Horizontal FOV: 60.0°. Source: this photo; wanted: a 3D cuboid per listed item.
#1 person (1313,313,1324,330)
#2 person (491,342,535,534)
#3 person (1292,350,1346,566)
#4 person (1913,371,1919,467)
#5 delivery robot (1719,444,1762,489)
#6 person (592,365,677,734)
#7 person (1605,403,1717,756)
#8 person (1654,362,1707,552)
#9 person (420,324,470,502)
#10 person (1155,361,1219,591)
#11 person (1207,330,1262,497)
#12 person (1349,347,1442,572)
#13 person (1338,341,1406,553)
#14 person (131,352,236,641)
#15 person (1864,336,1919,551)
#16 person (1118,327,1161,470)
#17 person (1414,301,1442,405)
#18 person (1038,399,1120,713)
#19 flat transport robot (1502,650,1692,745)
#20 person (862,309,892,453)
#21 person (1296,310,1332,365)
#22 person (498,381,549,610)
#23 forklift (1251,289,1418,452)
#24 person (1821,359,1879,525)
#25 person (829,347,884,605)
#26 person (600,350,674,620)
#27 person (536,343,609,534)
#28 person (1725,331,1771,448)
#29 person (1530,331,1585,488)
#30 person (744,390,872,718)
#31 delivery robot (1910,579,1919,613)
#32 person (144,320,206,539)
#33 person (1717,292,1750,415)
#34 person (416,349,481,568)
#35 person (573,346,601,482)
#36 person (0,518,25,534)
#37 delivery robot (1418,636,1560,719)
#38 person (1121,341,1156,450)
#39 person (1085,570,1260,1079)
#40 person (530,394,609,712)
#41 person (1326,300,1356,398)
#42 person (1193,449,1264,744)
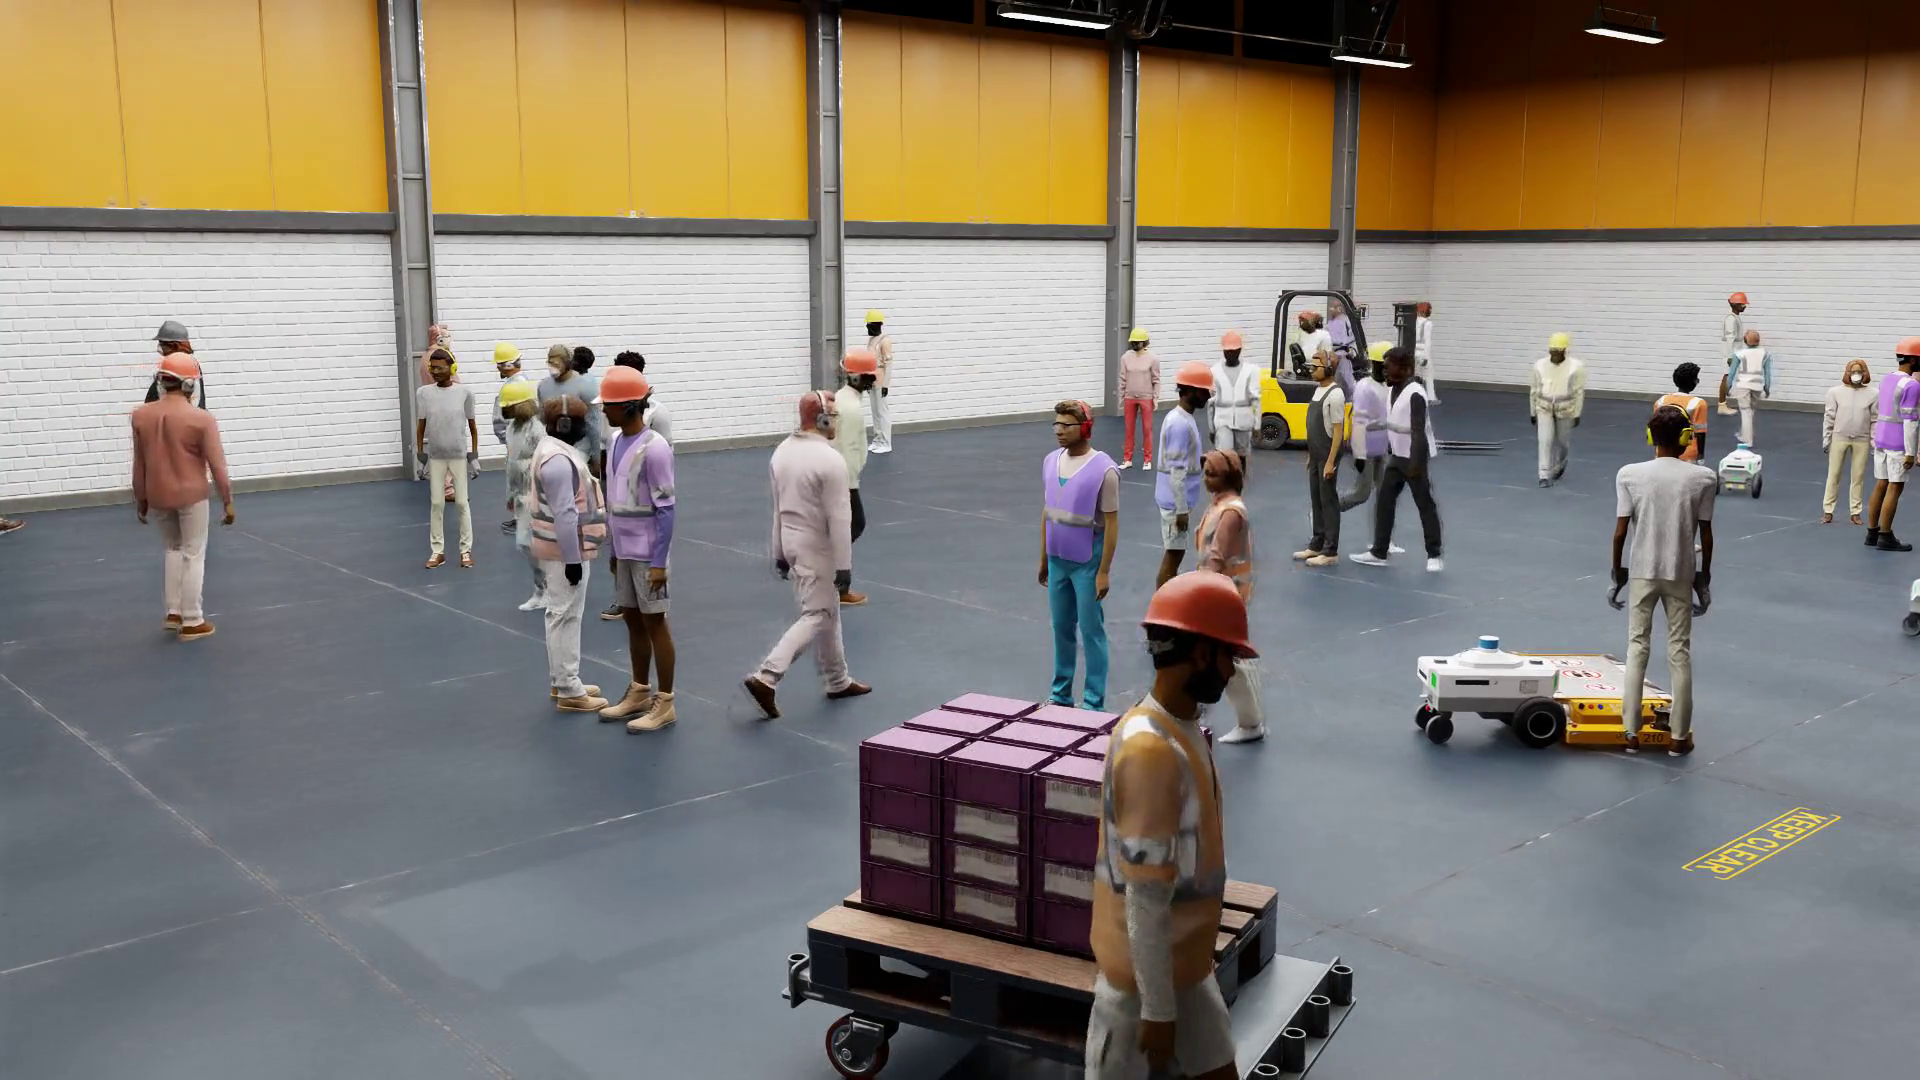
[{"bbox_3d":[5.123,-2.403,24.258,0.739,1.821,0.642,0,10,2],"label":"person"},{"bbox_3d":[-4.251,-0.970,15.858,0.404,1.822,0.586,-3,10,-15],"label":"person"},{"bbox_3d":[3.095,-0.699,14.206,0.344,1.846,0.507,-2,10,-10],"label":"person"},{"bbox_3d":[12.224,-1.842,20.711,0.637,1.911,0.403,7,12,34],"label":"person"},{"bbox_3d":[8.640,-0.819,18.404,0.477,0.478,0.707,6,12,33],"label":"delivery robot"},{"bbox_3d":[-1.801,0.055,9.219,0.395,2.040,0.609,-7,12,-37],"label":"person"},{"bbox_3d":[3.703,0.214,8.809,0.520,1.865,0.335,4,10,22],"label":"person"},{"bbox_3d":[6.426,-0.738,14.865,0.320,1.695,0.537,-5,11,-28],"label":"person"},{"bbox_3d":[-5.557,-1.365,17.911,0.409,1.913,0.642,-6,11,-32],"label":"person"},{"bbox_3d":[1.563,-0.274,11.524,0.419,1.920,0.546,2,10,12],"label":"person"},{"bbox_3d":[2.796,-1.201,17.014,0.562,1.901,0.963,1,10,8],"label":"person"},{"bbox_3d":[3.739,-0.677,14.020,0.708,1.876,0.621,-2,10,-11],"label":"person"},{"bbox_3d":[3.601,-0.835,14.876,0.786,1.899,0.606,8,12,37],"label":"person"},{"bbox_3d":[-5.306,-0.300,11.455,0.659,1.980,0.522,2,10,9],"label":"person"},{"bbox_3d":[8.434,-0.860,14.923,0.390,1.930,0.539,0,10,2],"label":"person"},{"bbox_3d":[2.203,-1.735,20.508,0.528,1.765,0.328,5,11,25],"label":"person"},{"bbox_3d":[8.111,-3.295,29.425,0.957,1.850,0.591,-5,11,-25],"label":"person"},{"bbox_3d":[0.664,0.129,9.354,0.389,1.846,0.564,-8,13,-40],"label":"person"},{"bbox_3d":[3.601,0.882,9.550,0.652,0.197,1.431,0,10,2],"label":"flat transport robot"},{"bbox_3d":[-1.117,-2.126,22.315,0.375,1.925,0.595,-5,11,-25],"label":"person"},{"bbox_3d":[5.110,-2.377,23.988,0.616,1.852,0.569,10,14,44],"label":"person"},{"bbox_3d":[-3.205,-0.318,12.318,0.406,1.714,0.523,-9,13,-43],"label":"person"},{"bbox_3d":[5.034,-2.339,22.783,2.313,2.155,1.214,3,10,16],"label":"forklift"},{"bbox_3d":[8.769,-0.965,16.380,0.504,1.633,0.279,4,10,22],"label":"person"},{"bbox_3d":[-0.815,-0.467,12.513,0.495,1.964,0.672,-1,10,-8],"label":"person"},{"bbox_3d":[-2.352,-0.381,11.984,0.613,1.965,0.361,5,11,25],"label":"person"},{"bbox_3d":[-3.351,-0.795,14.666,0.654,1.904,0.910,6,11,32],"label":"person"},{"bbox_3d":[10.897,-2.098,23.080,0.545,1.595,0.824,0,10,1],"label":"person"},{"bbox_3d":[6.888,-1.519,19.194,0.591,1.798,0.846,5,11,25],"label":"person"},{"bbox_3d":[-0.883,0.072,9.618,0.889,1.878,0.654,-7,12,-36],"label":"person"},{"bbox_3d":[6.905,0.352,11.548,0.707,0.478,0.477,-9,13,-41],"label":"delivery robot"},{"bbox_3d":[-7.353,-1.032,15.581,0.538,2.000,0.683,-3,10,-16],"label":"person"},{"bbox_3d":[12.874,-3.100,27.681,0.392,2.041,0.615,5,11,27],"label":"person"},{"bbox_3d":[-4.333,-0.687,14.075,0.534,1.864,0.310,-1,10,-7],"label":"person"},{"bbox_3d":[-3.928,-1.178,17.434,0.318,1.700,0.535,-1,10,-4],"label":"person"},{"bbox_3d":[-9.309,-0.883,15.421,0.575,1.817,0.998,7,12,37],"label":"person"},{"bbox_3d":[2.884,0.769,9.108,0.707,0.478,0.477,0,10,2],"label":"delivery robot"},{"bbox_3d":[2.443,-2.042,22.686,0.500,1.632,0.286,7,12,36],"label":"person"},{"bbox_3d":[0.403,1.009,4.139,0.926,1.881,0.587,3,10,19],"label":"person"},{"bbox_3d":[-2.274,0.072,9.701,0.429,1.844,0.621,-3,10,-18],"label":"person"},{"bbox_3d":[6.740,-3.354,29.708,0.985,1.867,0.636,-4,11,-25],"label":"person"},{"bbox_3d":[1.406,0.314,8.950,0.550,1.615,0.533,0,10,-2],"label":"person"}]
